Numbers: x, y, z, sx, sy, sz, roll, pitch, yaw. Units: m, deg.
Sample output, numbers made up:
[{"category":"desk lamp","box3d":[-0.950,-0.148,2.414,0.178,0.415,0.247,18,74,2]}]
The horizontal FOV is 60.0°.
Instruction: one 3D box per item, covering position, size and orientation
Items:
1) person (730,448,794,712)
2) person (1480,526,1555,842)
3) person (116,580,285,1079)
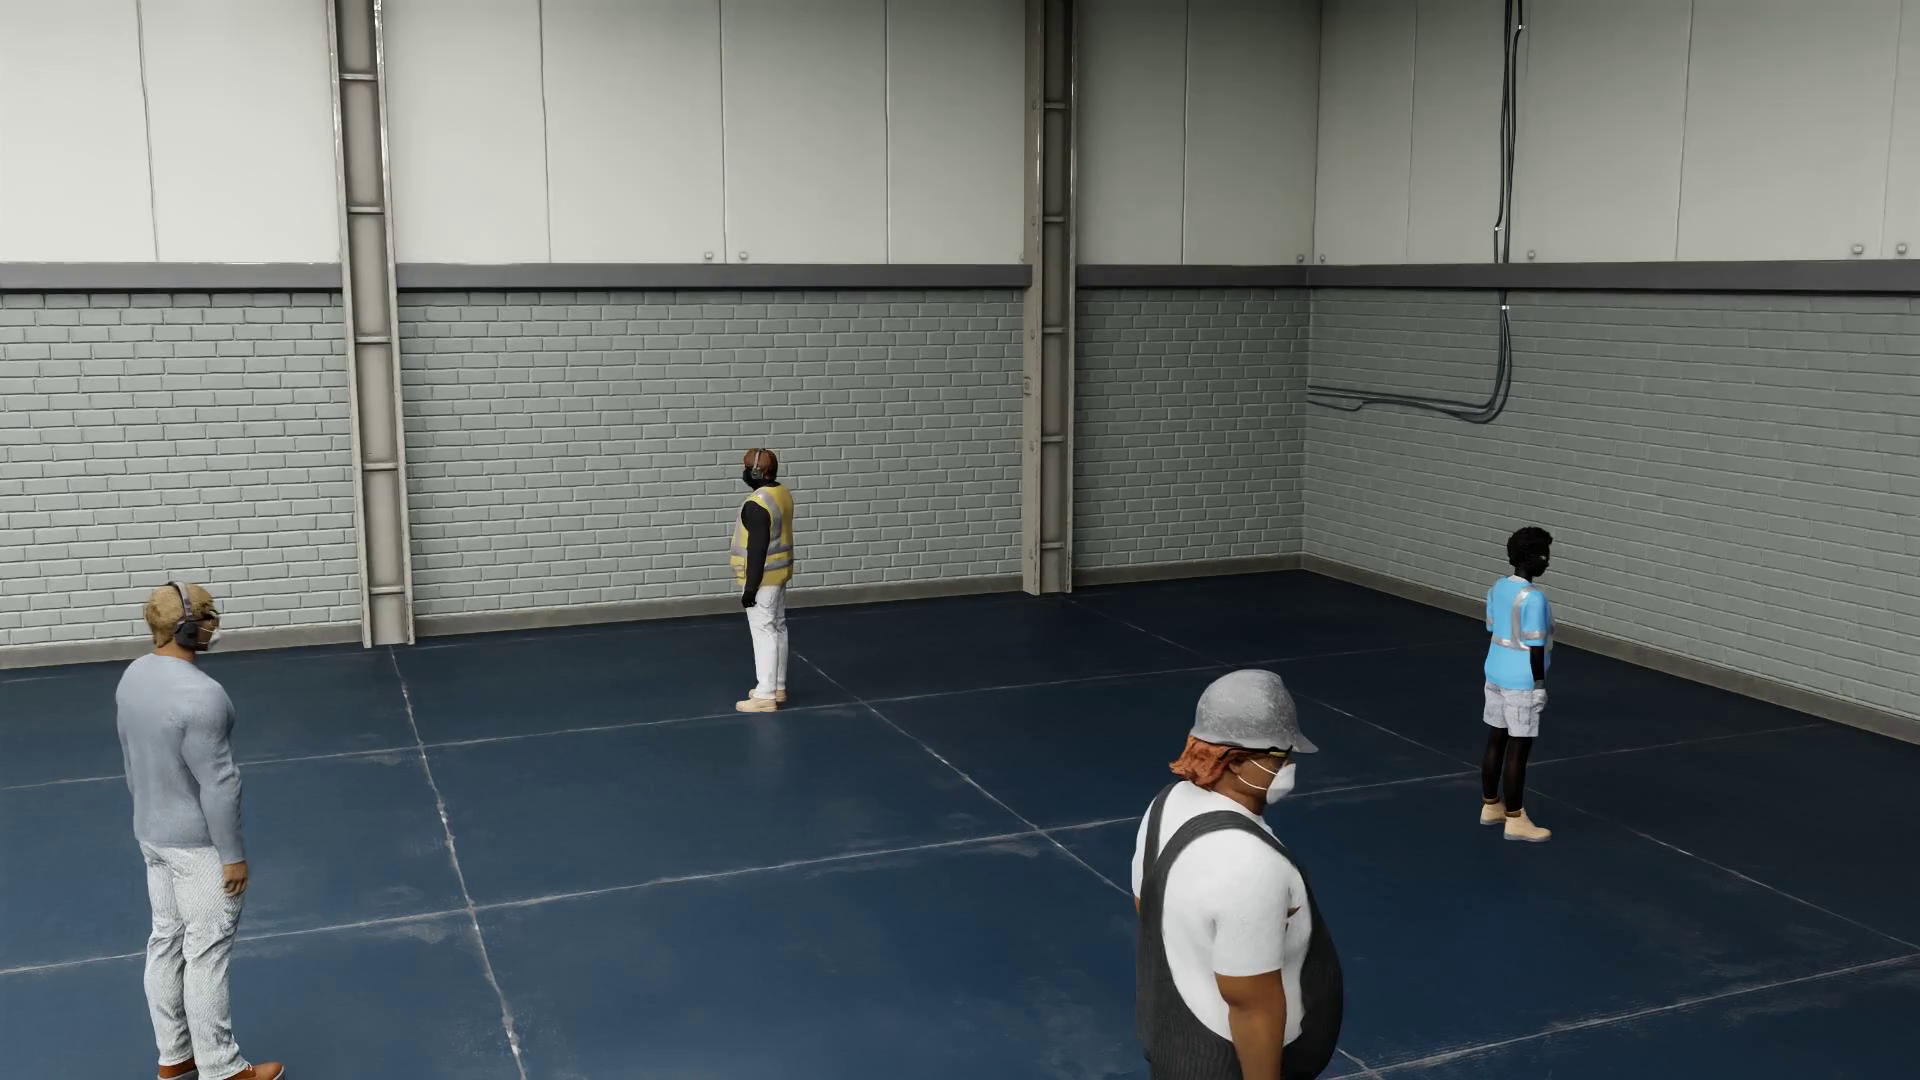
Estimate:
[{"category":"person","box3d":[-1.383,0.276,11.616,0.429,1.842,0.626,2,9,11]},{"category":"person","box3d":[3.019,0.766,8.993,0.321,1.694,0.529,-1,9,-8]},{"category":"person","box3d":[-2.822,1.102,6.117,0.629,1.940,0.372,7,11,36]}]
